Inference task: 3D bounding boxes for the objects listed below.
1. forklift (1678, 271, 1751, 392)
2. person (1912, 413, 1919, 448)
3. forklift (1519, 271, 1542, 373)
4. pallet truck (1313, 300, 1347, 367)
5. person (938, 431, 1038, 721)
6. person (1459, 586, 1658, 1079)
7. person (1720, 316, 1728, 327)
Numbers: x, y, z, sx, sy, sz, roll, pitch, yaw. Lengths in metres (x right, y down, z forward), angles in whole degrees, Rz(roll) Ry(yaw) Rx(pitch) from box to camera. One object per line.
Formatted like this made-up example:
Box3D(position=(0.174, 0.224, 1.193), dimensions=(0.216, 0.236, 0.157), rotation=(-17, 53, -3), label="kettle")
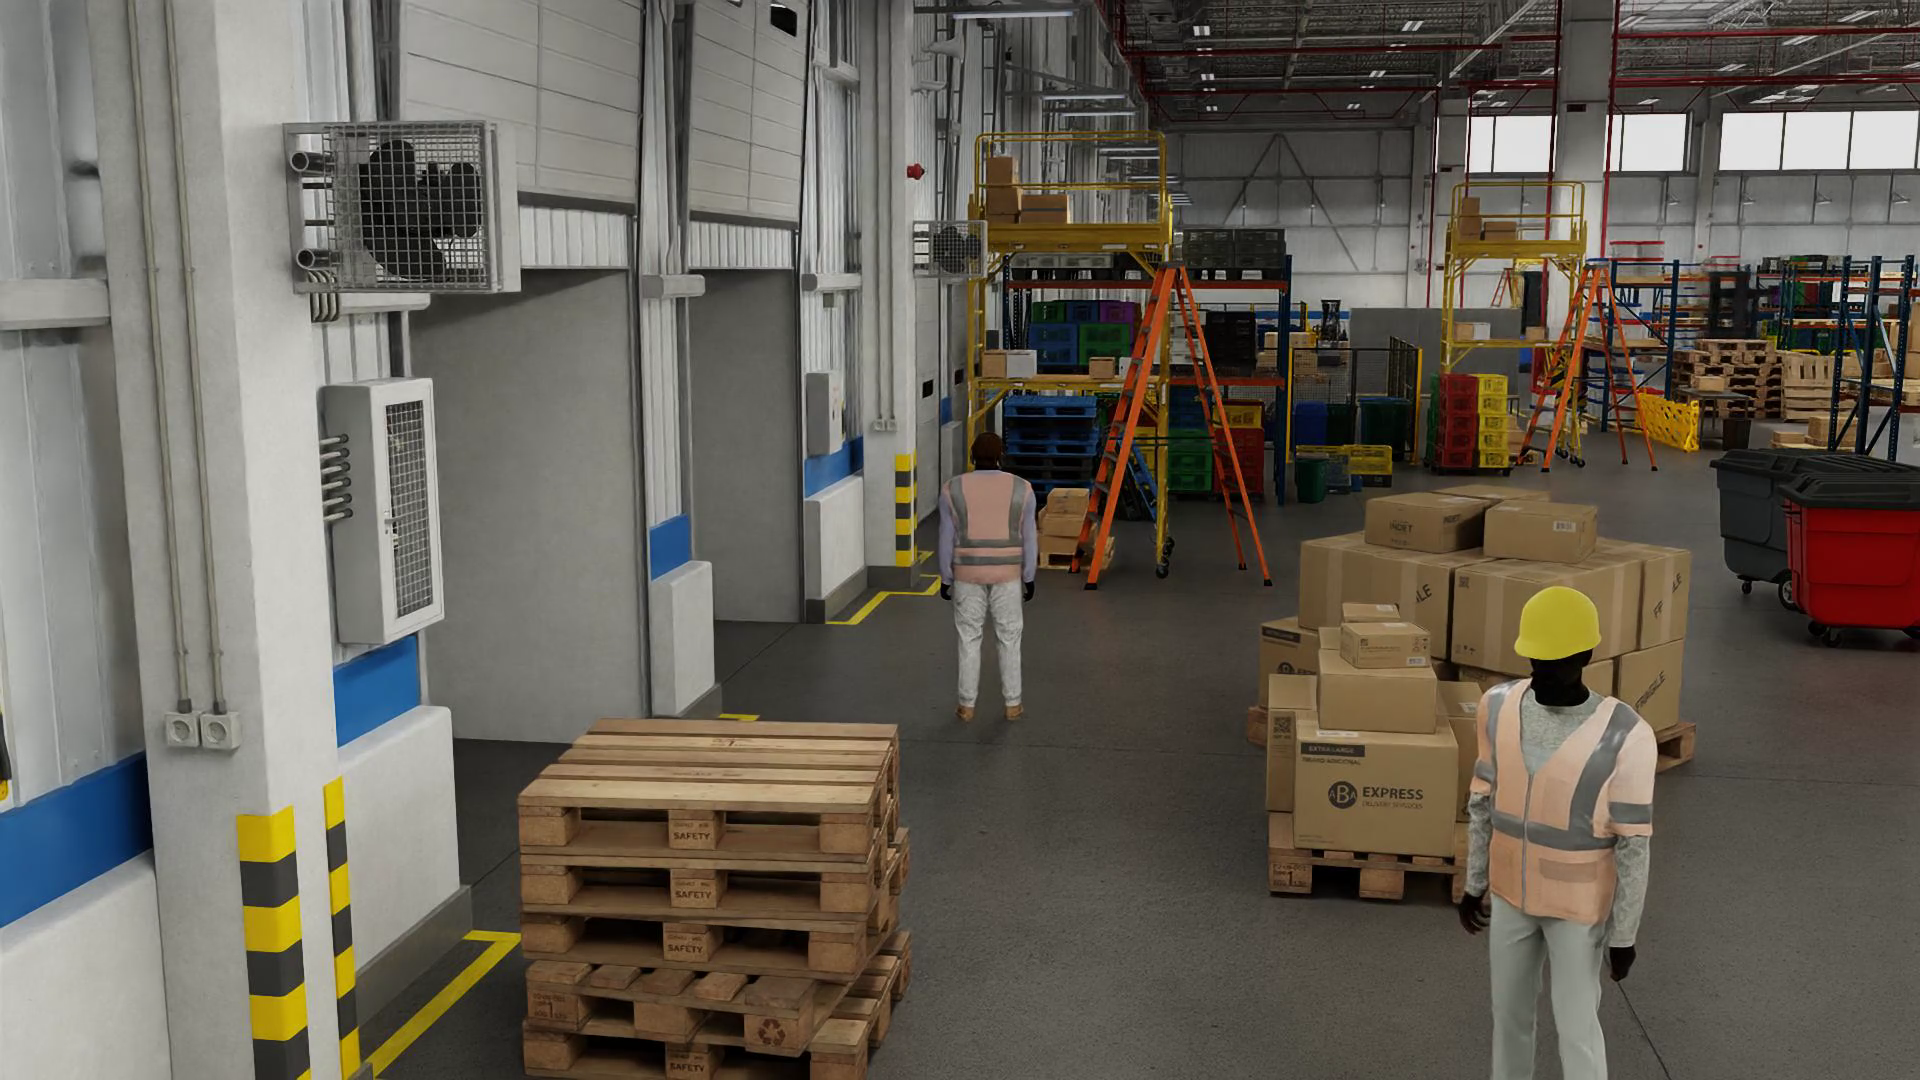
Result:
Box3D(position=(17.710, -4.819, 38.485), dimensions=(1.873, 2.768, 1.129), rotation=(-4, 10, -21), label="forklift")
Box3D(position=(15.547, -2.339, 26.709), dimensions=(0.319, 1.739, 0.484), rotation=(4, 10, 25), label="person")
Box3D(position=(15.552, -5.939, 45.397), dimensions=(1.873, 2.768, 1.129), rotation=(1, 9, 9), label="forklift")
Box3D(position=(11.159, -6.200, 49.718), dimensions=(0.823, 1.965, 1.885), rotation=(4, 10, 26), label="pallet truck")
Box3D(position=(0.173, 0.232, 10.532), dimensions=(0.633, 1.841, 0.429), rotation=(0, 9, -2), label="person")
Box3D(position=(1.795, 1.080, 5.079), dimensions=(0.390, 1.918, 0.586), rotation=(-7, 12, -37), label="person")
Box3D(position=(21.054, -5.465, 46.253), dimensions=(0.533, 1.653, 0.861), rotation=(3, 10, 18), label="person")
